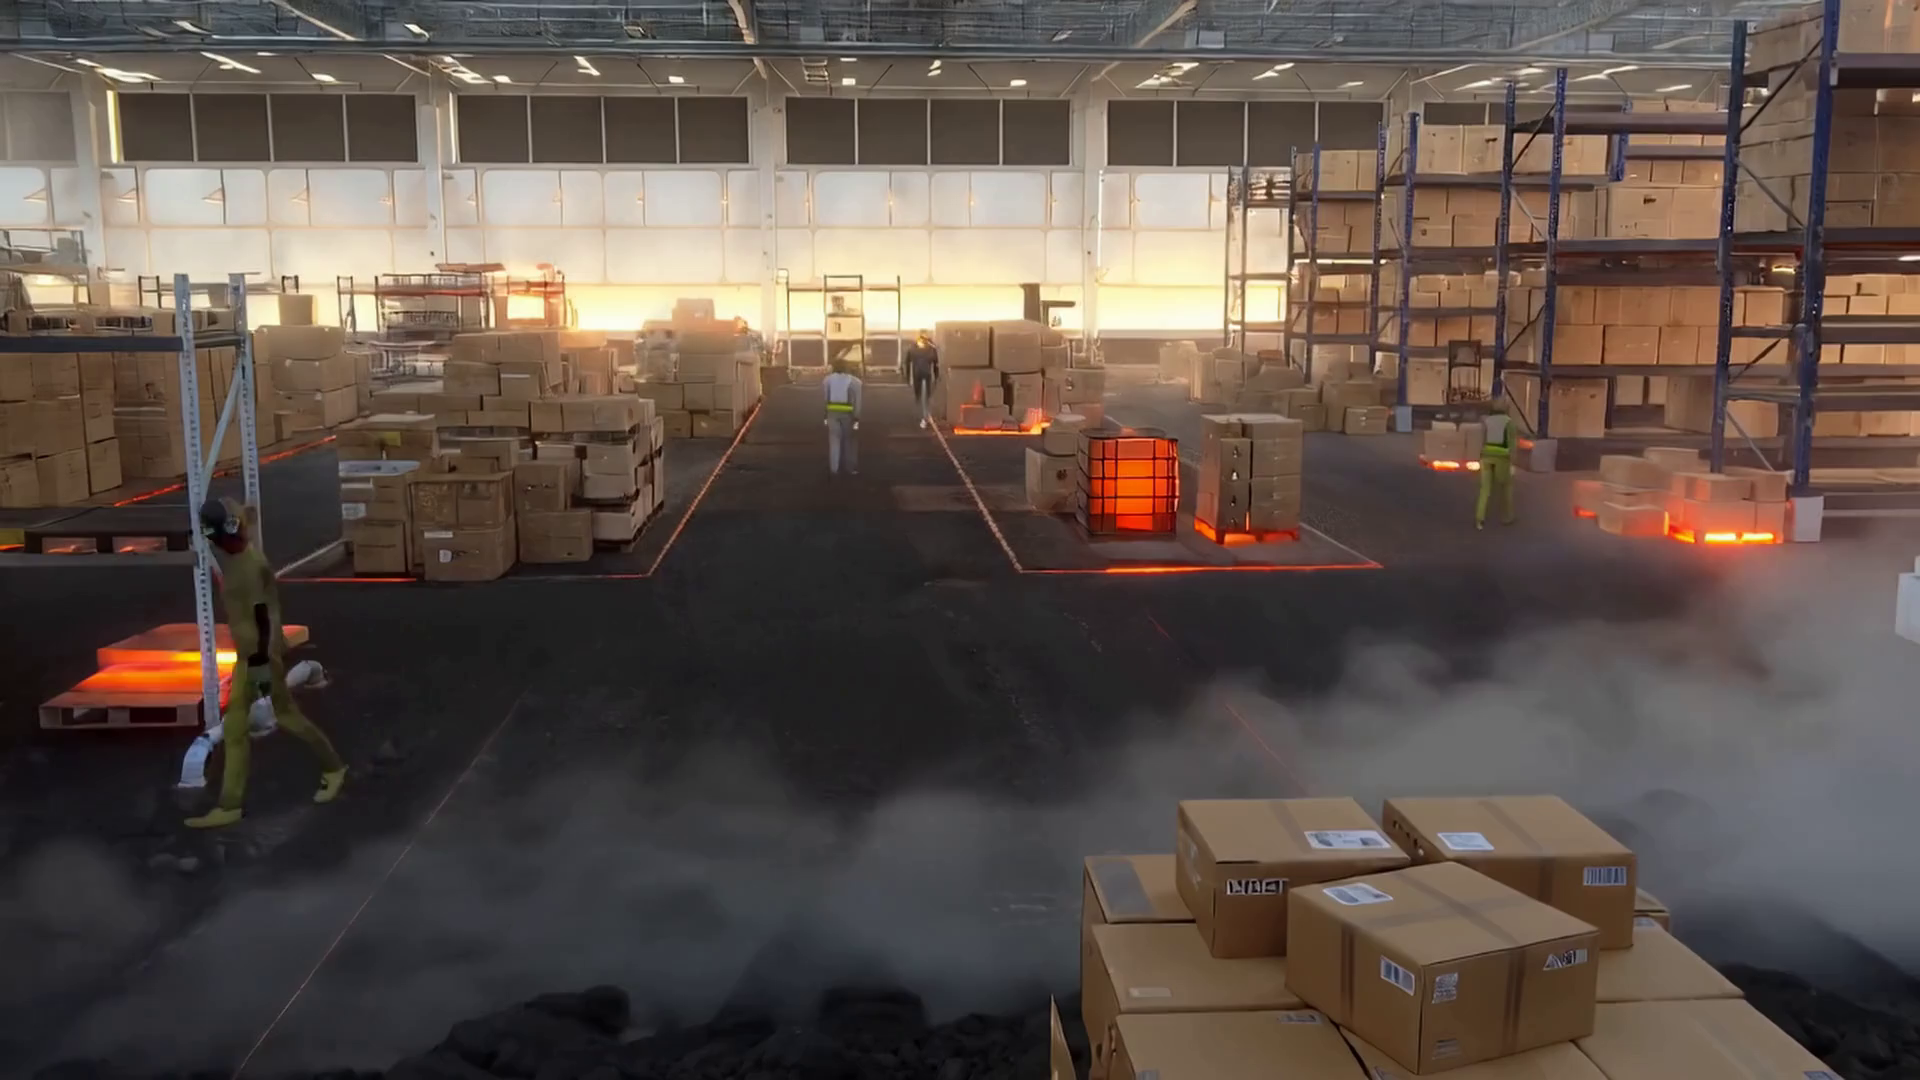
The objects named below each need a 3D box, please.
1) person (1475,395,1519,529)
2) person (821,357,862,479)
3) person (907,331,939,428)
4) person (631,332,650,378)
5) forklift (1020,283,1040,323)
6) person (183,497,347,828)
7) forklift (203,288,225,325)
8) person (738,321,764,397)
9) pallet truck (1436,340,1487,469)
[{"bbox_3d":[6.431,-0.934,19.927,0.513,1.599,0.842,7,11,36],"label":"person"},{"bbox_3d":[-1.758,-1.843,25.001,0.624,1.791,0.954,1,9,6],"label":"person"},{"bbox_3d":[-0.718,-3.158,32.843,0.657,1.922,0.448,-2,9,-14],"label":"person"},{"bbox_3d":[-7.765,-4.249,40.480,0.546,1.661,0.477,3,10,19],"label":"person"},{"bbox_3d":[1.705,-4.778,40.033,1.873,2.768,1.129,-1,9,-4],"label":"forklift"},{"bbox_3d":[-3.892,0.652,9.326,0.606,1.814,0.937,8,12,43],"label":"person"},{"bbox_3d":[-16.955,-4.460,38.036,1.873,2.768,1.129,-4,10,-23],"label":"forklift"},{"bbox_3d":[-5.346,-4.496,41.368,1.011,1.876,0.573,3,10,18],"label":"person"},{"bbox_3d":[8.004,-2.170,26.422,0.823,1.965,1.885,2,9,14],"label":"pallet truck"}]
